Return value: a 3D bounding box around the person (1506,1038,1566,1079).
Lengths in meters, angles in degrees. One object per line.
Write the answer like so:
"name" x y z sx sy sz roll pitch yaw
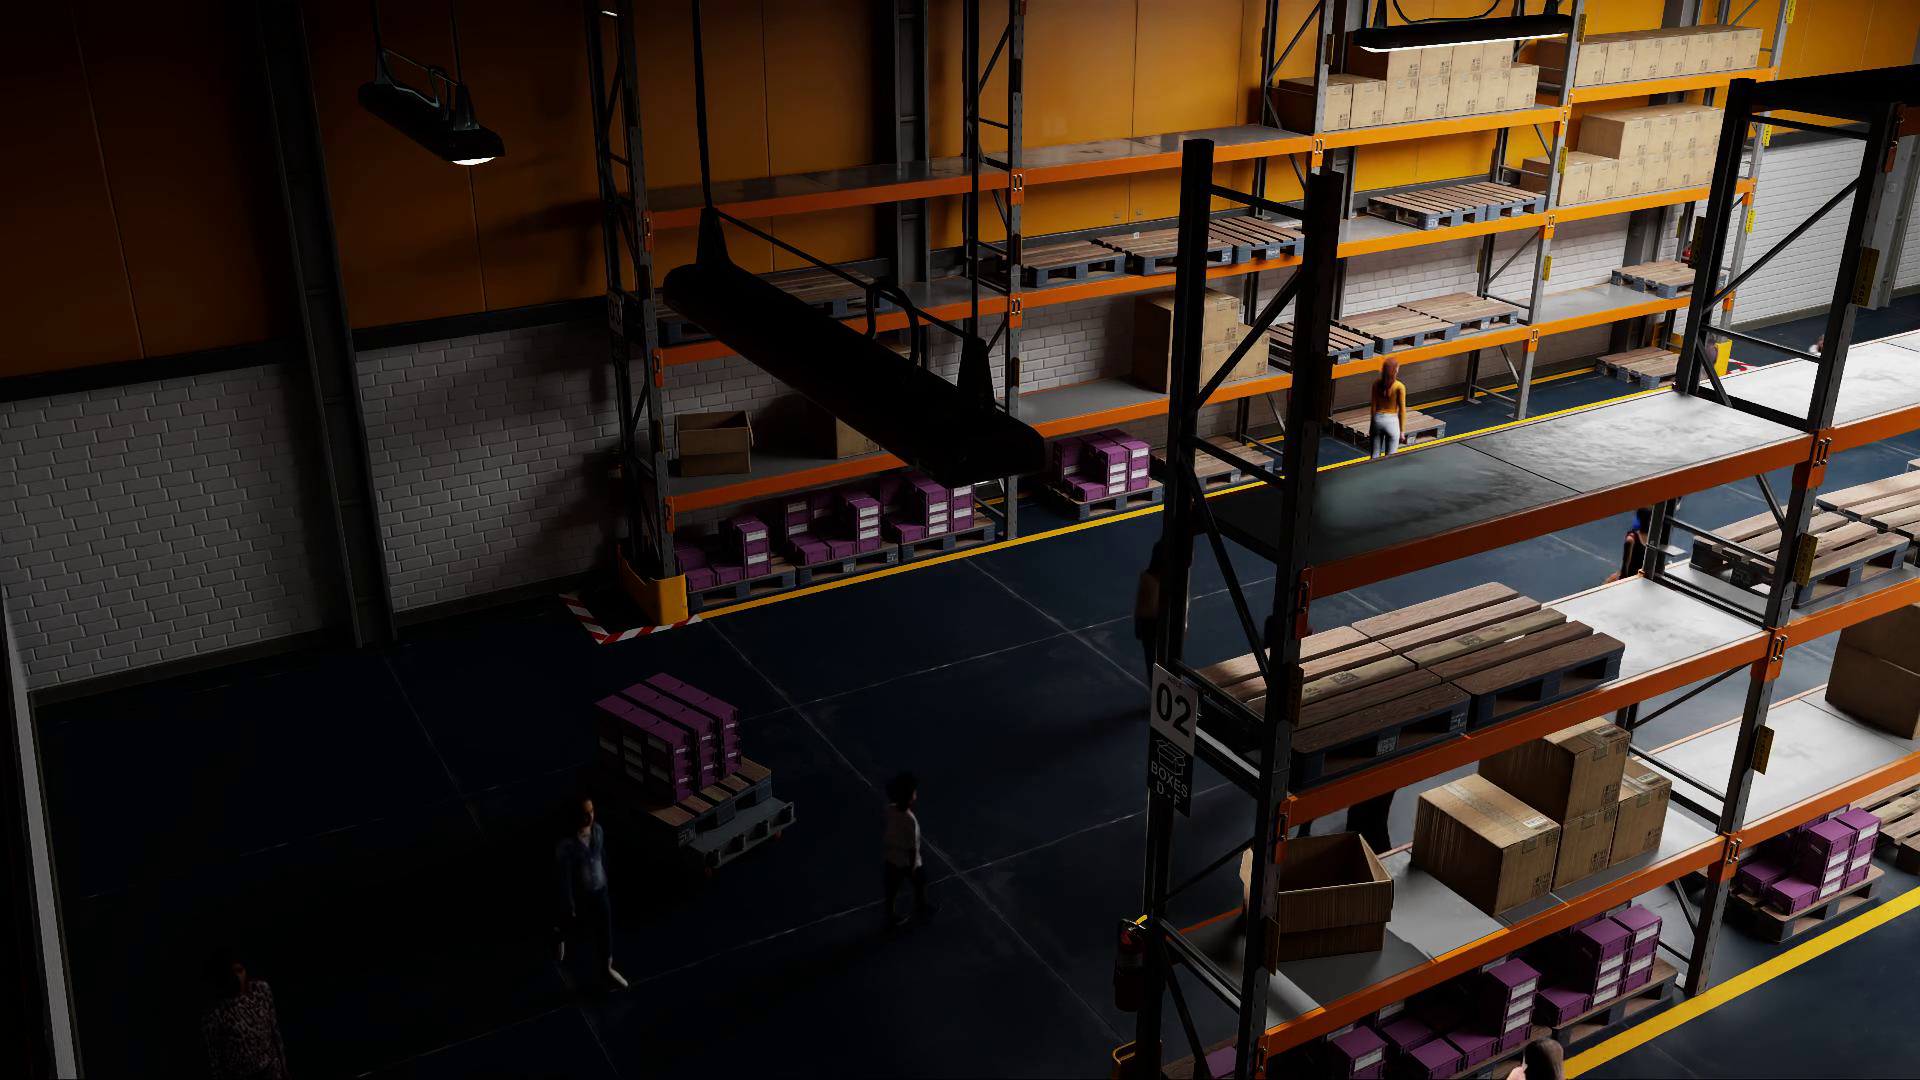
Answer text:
"person" 3.098 3.322 8.852 1.164 1.674 0.767 -7 25 -16

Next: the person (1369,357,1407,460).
"person" 4.946 -1.302 19.335 0.674 1.750 0.707 17 29 33

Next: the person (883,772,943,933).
"person" -0.457 2.249 11.845 0.612 1.243 0.743 18 29 35

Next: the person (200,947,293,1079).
"person" -4.023 3.048 9.436 0.716 1.708 0.620 19 30 36

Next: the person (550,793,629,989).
"person" -2.592 2.369 11.299 0.814 1.459 0.903 18 29 36

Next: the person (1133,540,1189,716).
"person" 1.809 0.744 14.753 0.770 1.669 0.822 8 25 17
